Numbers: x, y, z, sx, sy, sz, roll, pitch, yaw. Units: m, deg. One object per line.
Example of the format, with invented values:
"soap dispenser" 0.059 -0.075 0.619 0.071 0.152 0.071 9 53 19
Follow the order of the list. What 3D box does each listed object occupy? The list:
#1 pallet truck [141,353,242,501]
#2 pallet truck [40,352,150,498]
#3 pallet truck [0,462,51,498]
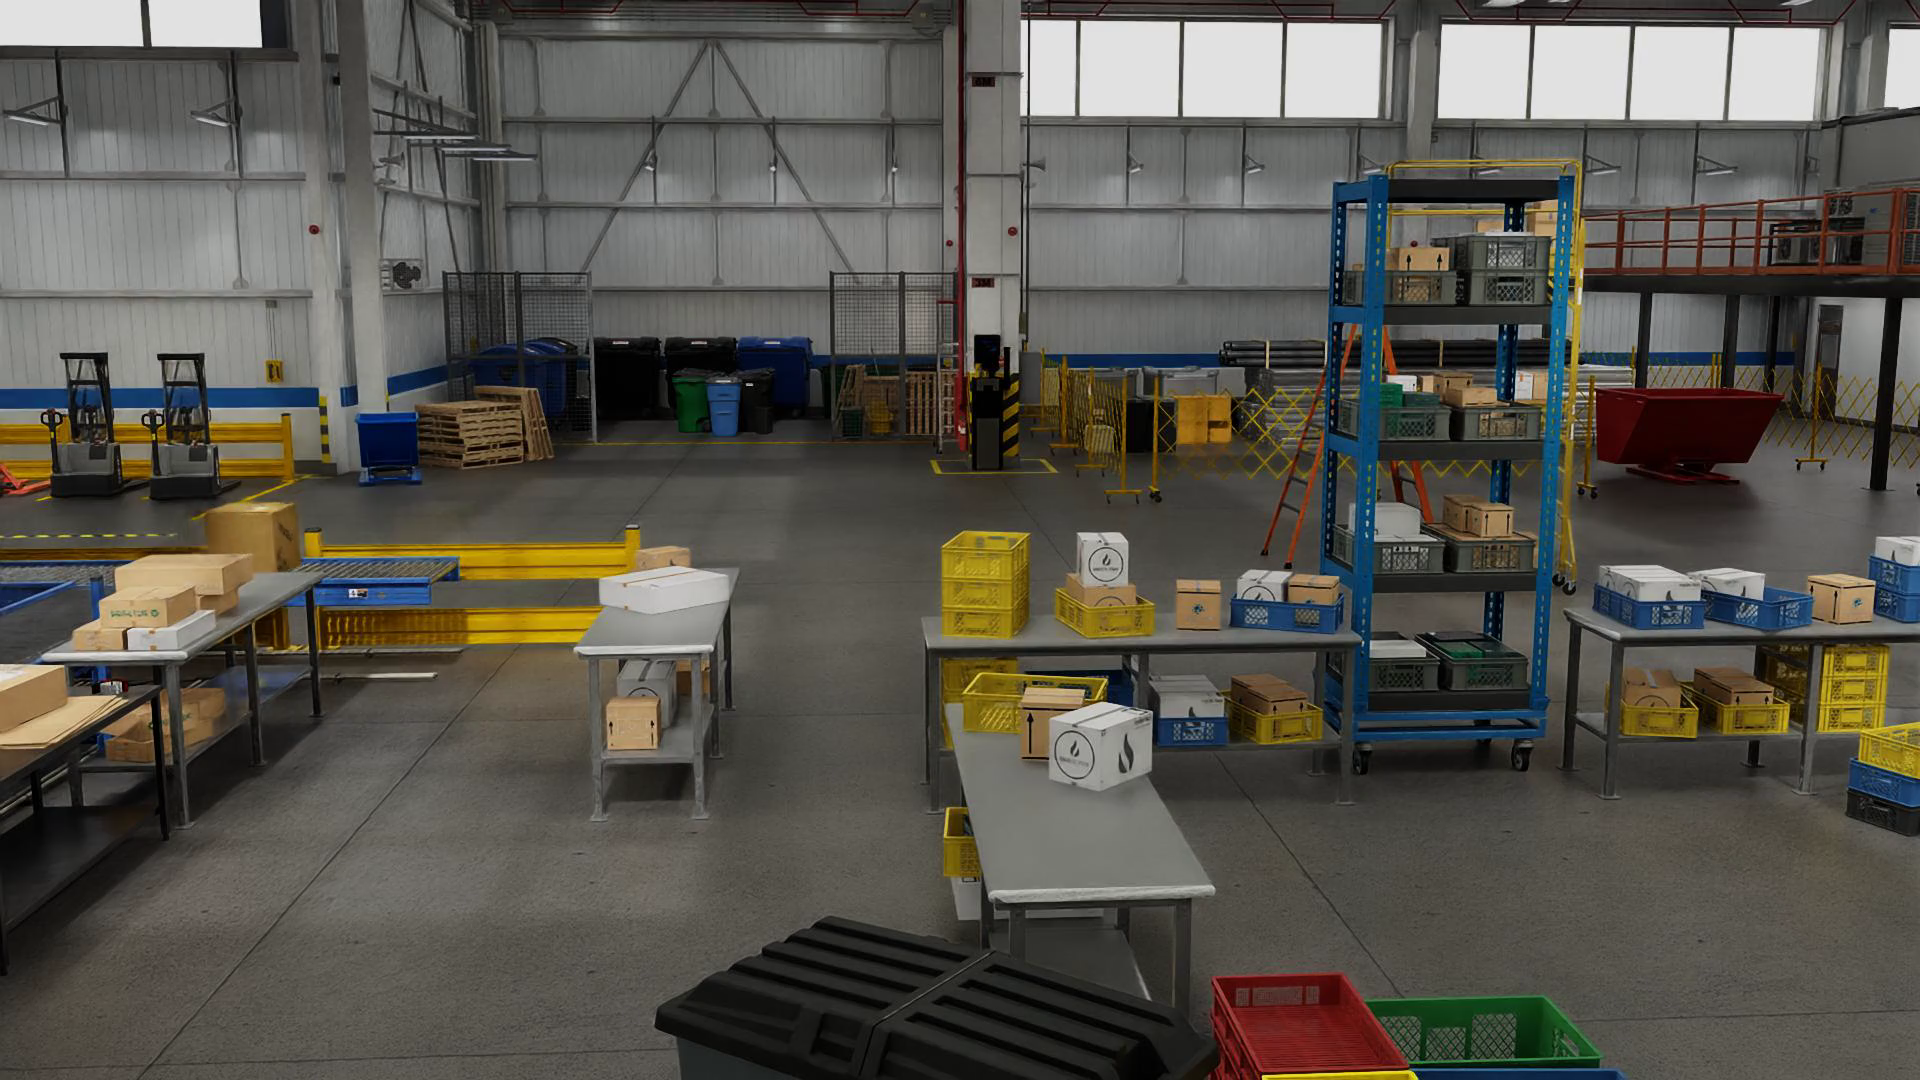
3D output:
"pallet truck" -10.520 -1.604 22.925 0.823 1.965 1.885 -1 9 -6
"pallet truck" -11.907 -1.642 23.165 0.823 1.965 1.885 0 9 0
"pallet truck" -13.193 -1.293 23.148 0.653 1.274 1.630 -1 9 -4
